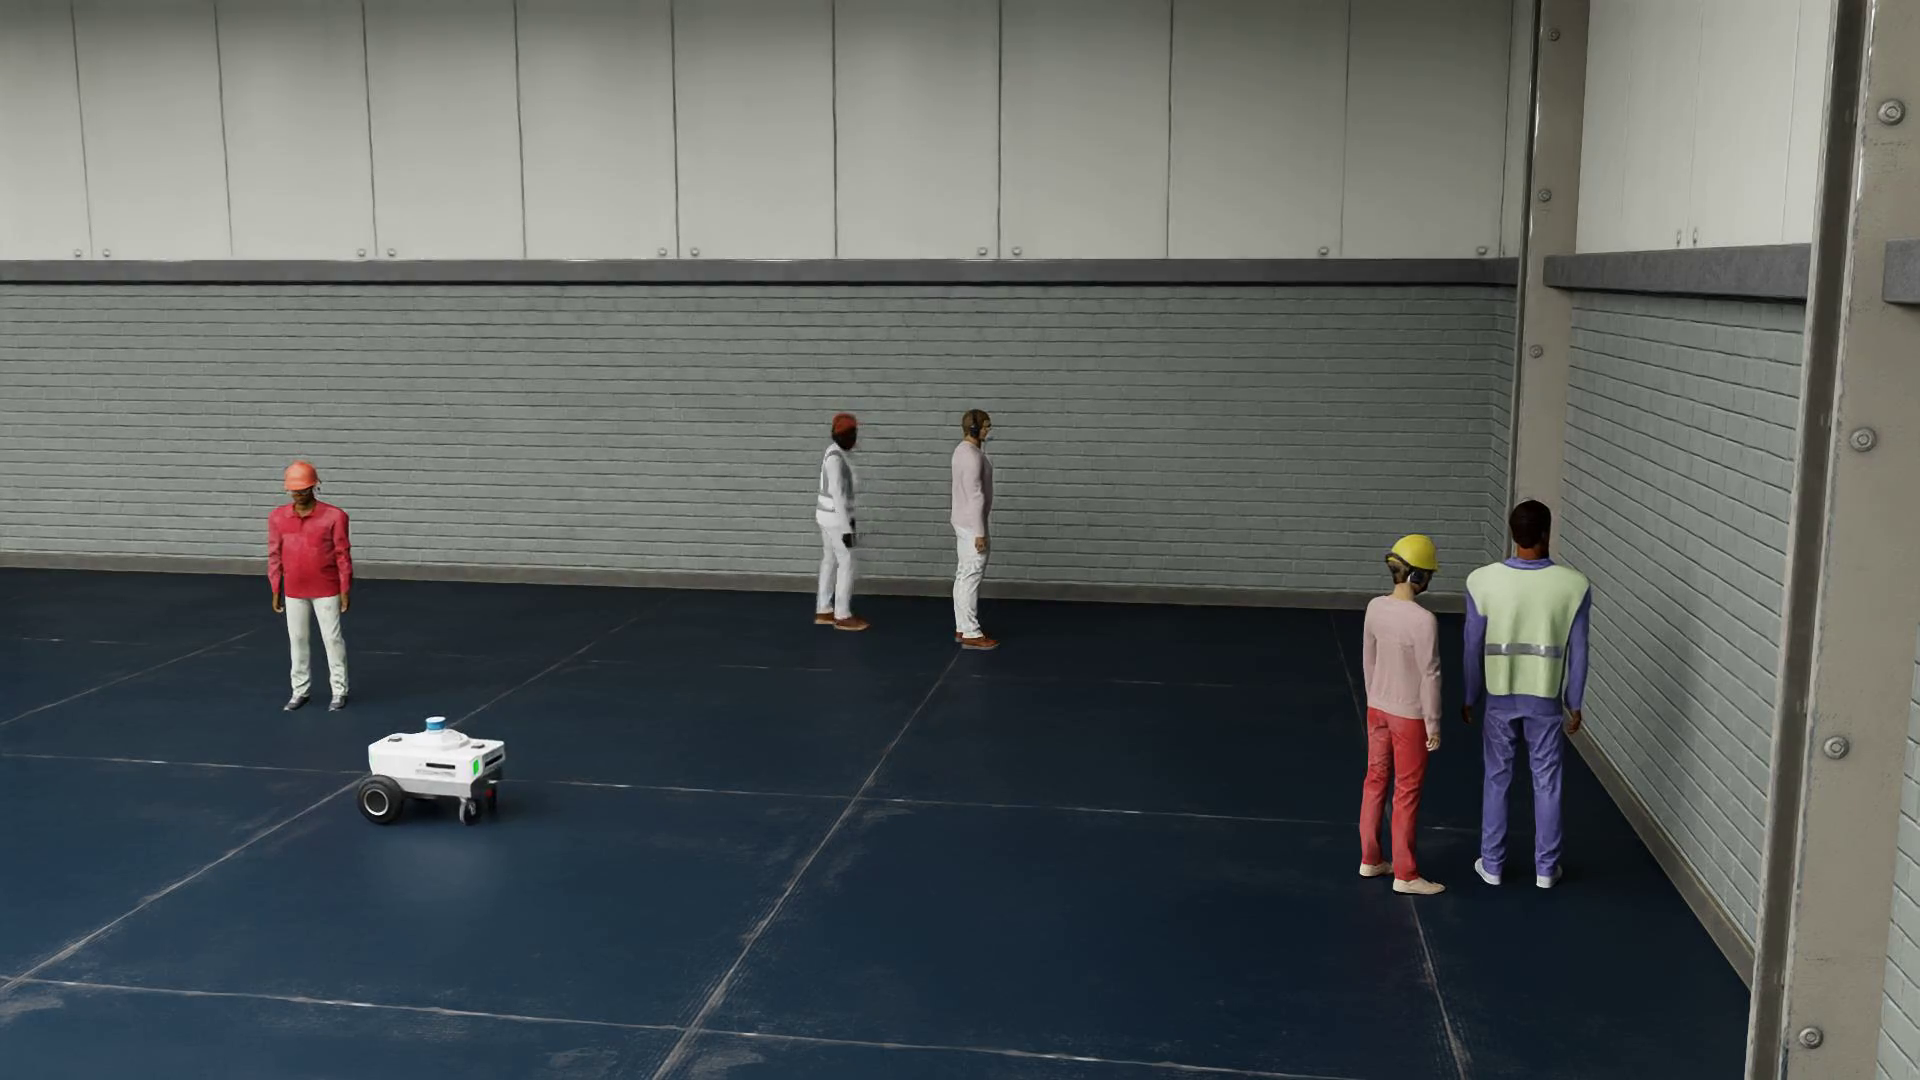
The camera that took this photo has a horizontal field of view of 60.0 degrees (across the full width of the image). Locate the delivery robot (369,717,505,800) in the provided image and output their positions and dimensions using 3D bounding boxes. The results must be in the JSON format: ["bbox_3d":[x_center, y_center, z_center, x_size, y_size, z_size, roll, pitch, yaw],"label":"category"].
[{"bbox_3d":[-2.894,1.226,9.218,0.707,0.478,0.477,2,10,14],"label":"delivery robot"}]

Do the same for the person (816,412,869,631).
[{"bbox_3d":[-1.036,-0.160,14.036,0.423,1.858,0.627,-1,9,-5],"label":"person"}]

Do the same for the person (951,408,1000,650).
[{"bbox_3d":[0.114,-0.094,13.392,0.372,1.940,0.632,-1,9,-9],"label":"person"}]

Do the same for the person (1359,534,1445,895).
[{"bbox_3d":[2.173,0.847,8.134,0.318,1.764,0.522,-4,10,-24],"label":"person"}]

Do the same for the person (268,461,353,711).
[{"bbox_3d":[-4.474,0.321,11.439,0.566,1.742,0.352,0,9,0],"label":"person"}]

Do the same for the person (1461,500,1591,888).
[{"bbox_3d":[2.765,0.763,8.176,0.590,1.917,0.397,3,10,16],"label":"person"}]
